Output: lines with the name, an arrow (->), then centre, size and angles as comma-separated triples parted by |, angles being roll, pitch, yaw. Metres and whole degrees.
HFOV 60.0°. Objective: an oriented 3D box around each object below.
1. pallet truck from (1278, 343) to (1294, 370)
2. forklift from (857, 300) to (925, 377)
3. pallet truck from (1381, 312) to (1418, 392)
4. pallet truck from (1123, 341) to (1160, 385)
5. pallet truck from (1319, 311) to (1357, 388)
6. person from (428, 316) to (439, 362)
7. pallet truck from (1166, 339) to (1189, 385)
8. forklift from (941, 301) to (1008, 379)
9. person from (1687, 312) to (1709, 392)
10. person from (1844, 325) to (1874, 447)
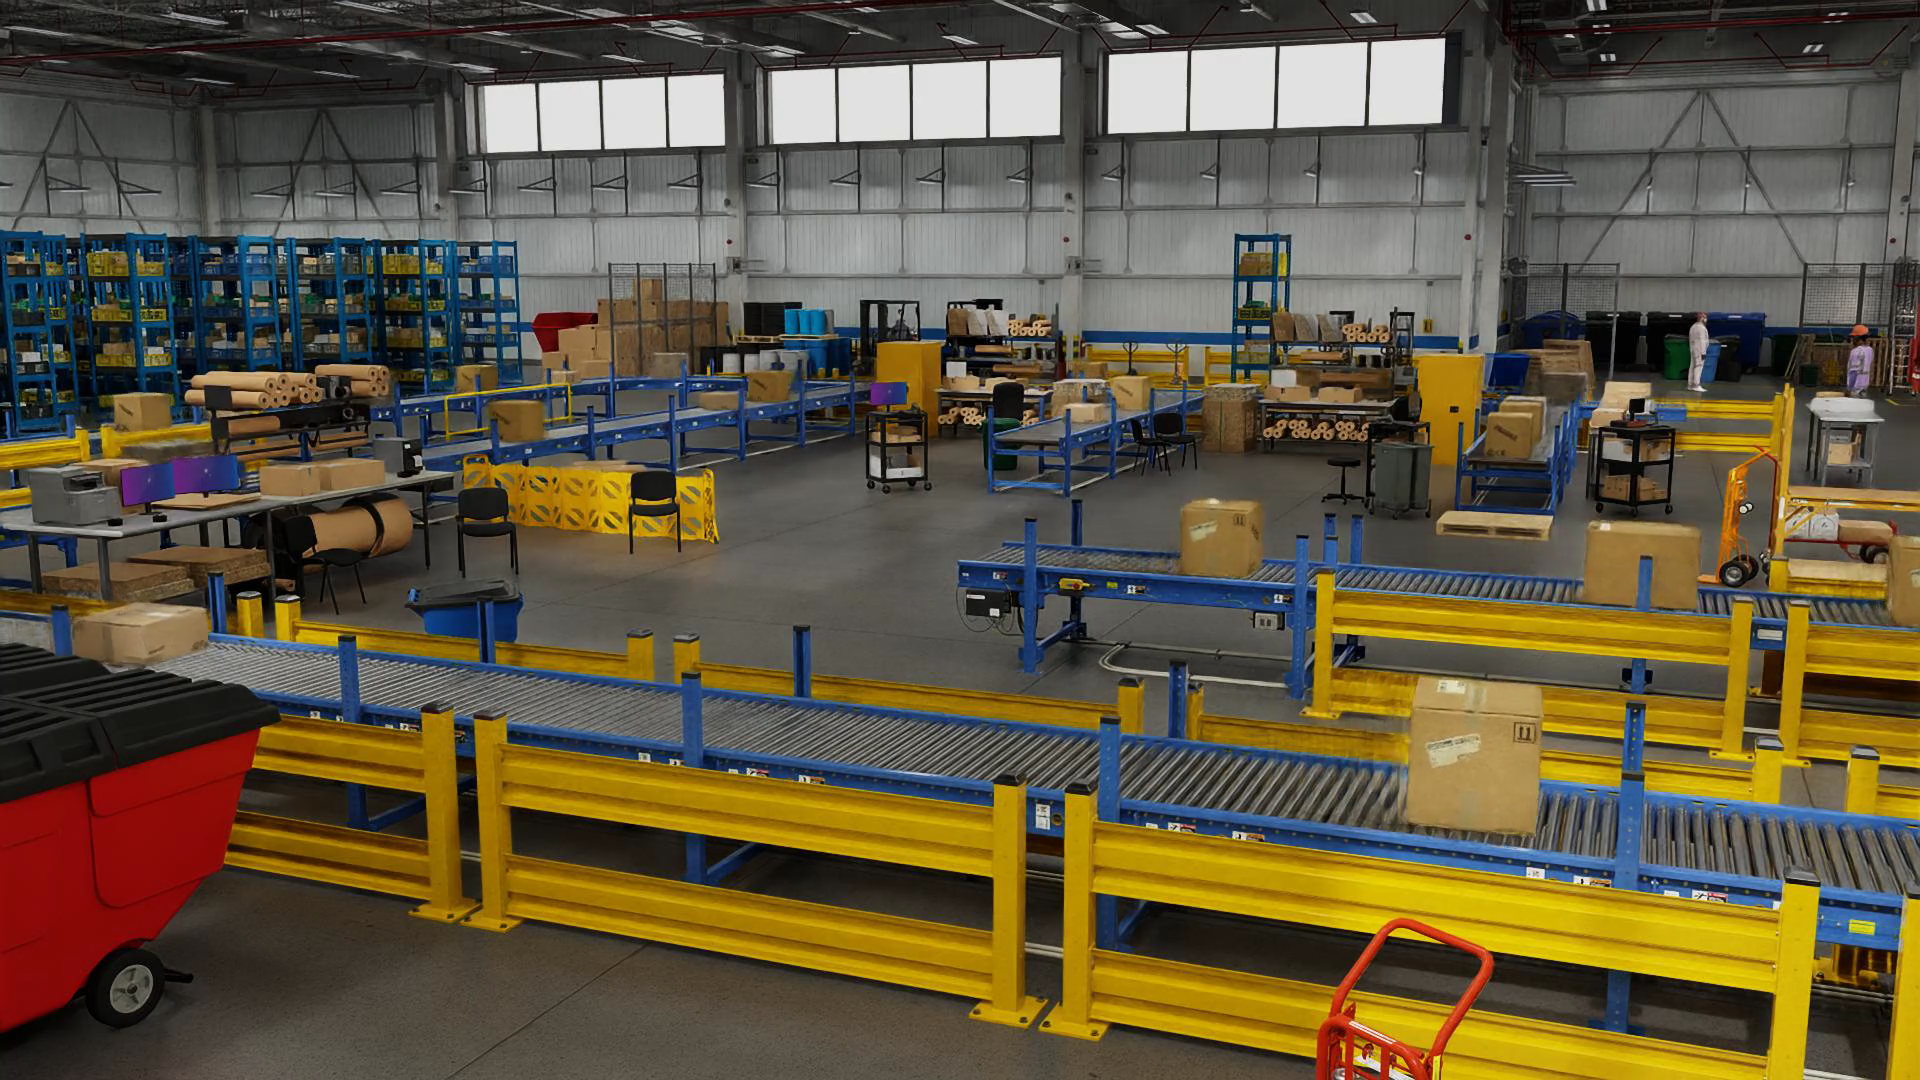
pallet truck -> 7.886, -4.163, 39.743 | 0.653, 1.274, 1.630 | 4, 10, 22
forklift -> -1.732, -5.109, 42.468 | 1.157, 1.987, 2.680 | 4, 10, 22
pallet truck -> 10.207, -4.283, 38.369 | 0.823, 1.965, 1.885 | 3, 10, 20
pallet truck -> 4.445, -4.380, 41.279 | 0.680, 1.201, 1.601 | 4, 10, 22
pallet truck -> 9.071, -4.419, 39.190 | 0.823, 1.965, 1.885 | 5, 10, 26
person -> -15.204, -5.807, 48.108 | 0.389, 1.837, 0.560 | 1, 9, 8
pallet truck -> 5.418, -4.269, 40.420 | 0.704, 1.261, 1.522 | 3, 10, 20
forklift -> 0.365, -4.966, 41.571 | 1.157, 1.987, 2.680 | 3, 10, 20
person -> 17.887, -4.542, 40.217 | 0.403, 1.906, 0.652 | 0, 9, -2
person -> 15.056, -2.589, 27.964 | 0.616, 2.041, 0.379 | -7, 12, -38
